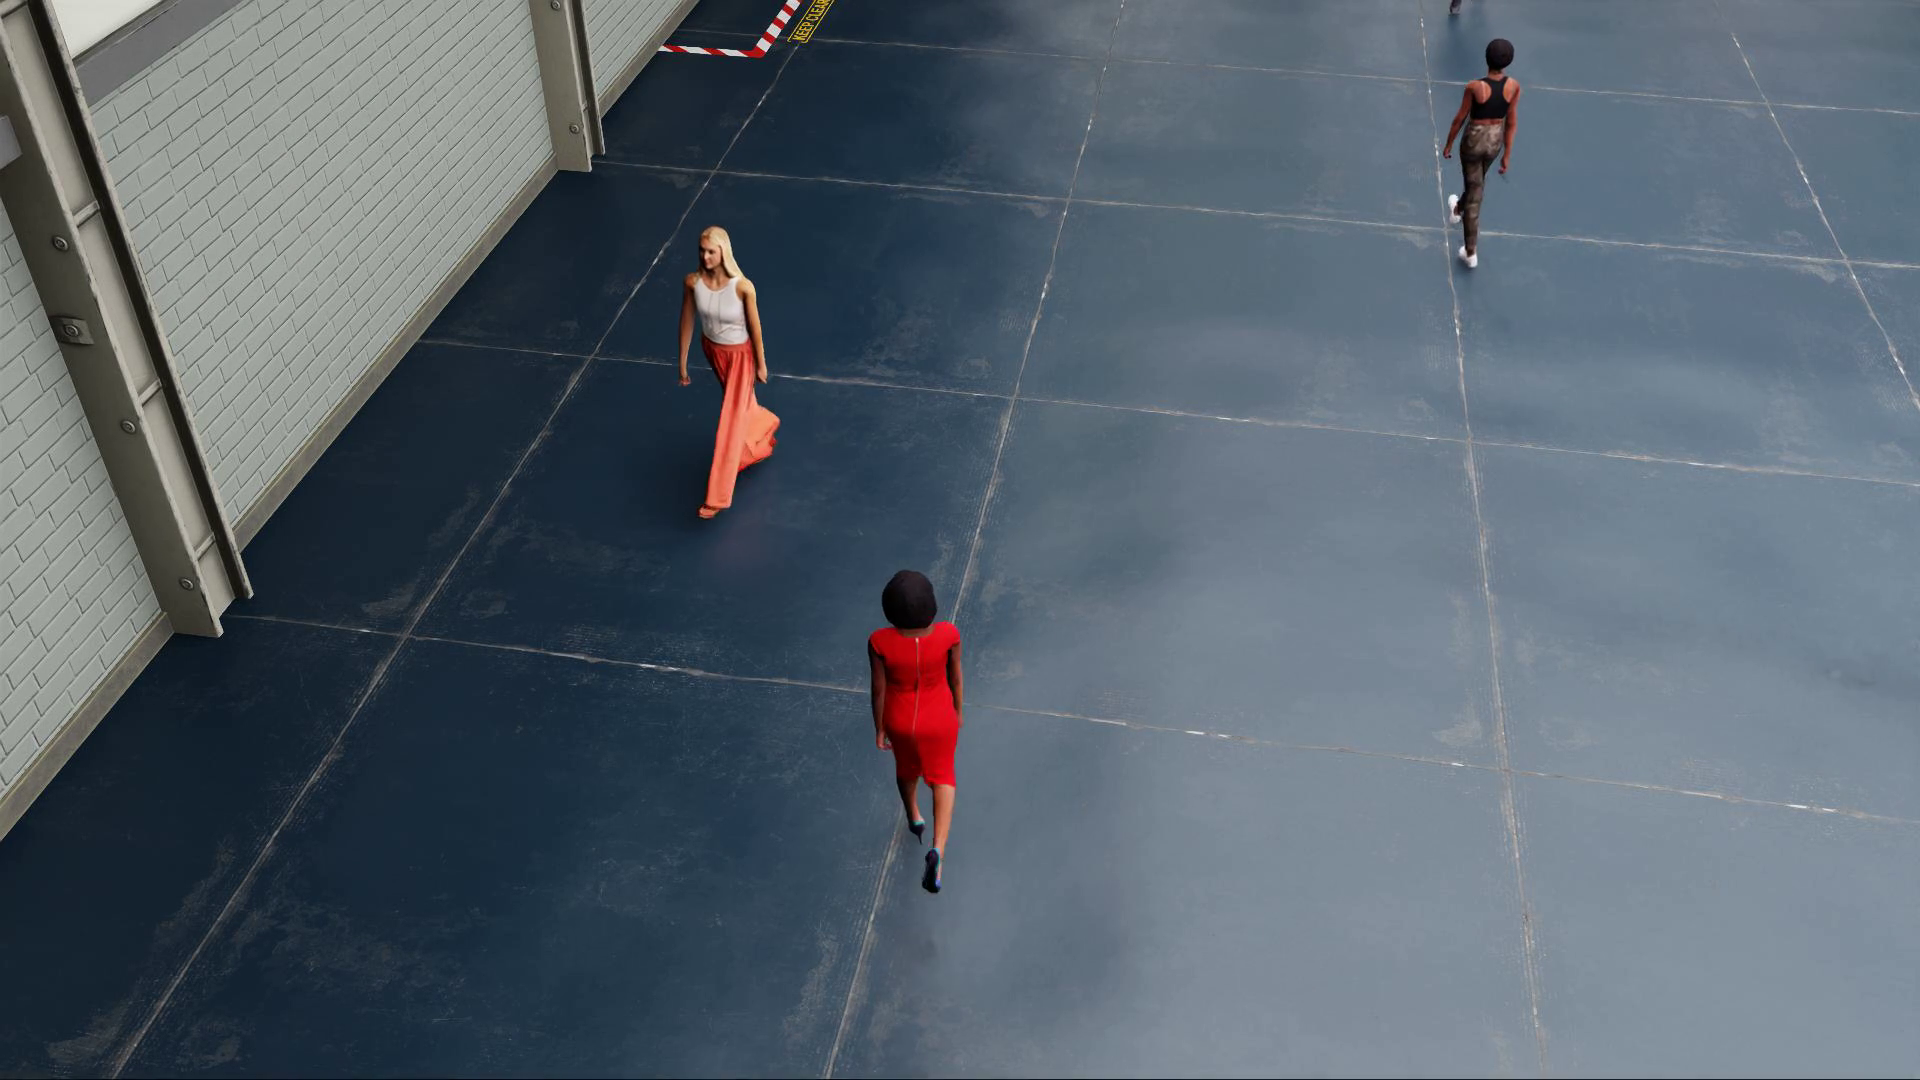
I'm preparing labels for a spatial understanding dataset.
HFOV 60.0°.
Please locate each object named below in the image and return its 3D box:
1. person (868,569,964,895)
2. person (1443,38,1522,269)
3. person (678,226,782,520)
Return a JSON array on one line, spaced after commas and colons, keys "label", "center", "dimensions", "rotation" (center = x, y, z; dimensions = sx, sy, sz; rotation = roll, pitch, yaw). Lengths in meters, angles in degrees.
[{"label": "person", "center": [-0.172, 0.884, 7.481], "dimensions": [0.689, 1.725, 0.976], "rotation": [-1, 38, -2]}, {"label": "person", "center": [3.855, -2.809, 12.259], "dimensions": [0.764, 1.655, 1.167], "rotation": [-1, 38, -2]}, {"label": "person", "center": [-1.345, -1.090, 9.995], "dimensions": [0.800, 1.737, 1.329], "rotation": [13, 40, 16]}]
